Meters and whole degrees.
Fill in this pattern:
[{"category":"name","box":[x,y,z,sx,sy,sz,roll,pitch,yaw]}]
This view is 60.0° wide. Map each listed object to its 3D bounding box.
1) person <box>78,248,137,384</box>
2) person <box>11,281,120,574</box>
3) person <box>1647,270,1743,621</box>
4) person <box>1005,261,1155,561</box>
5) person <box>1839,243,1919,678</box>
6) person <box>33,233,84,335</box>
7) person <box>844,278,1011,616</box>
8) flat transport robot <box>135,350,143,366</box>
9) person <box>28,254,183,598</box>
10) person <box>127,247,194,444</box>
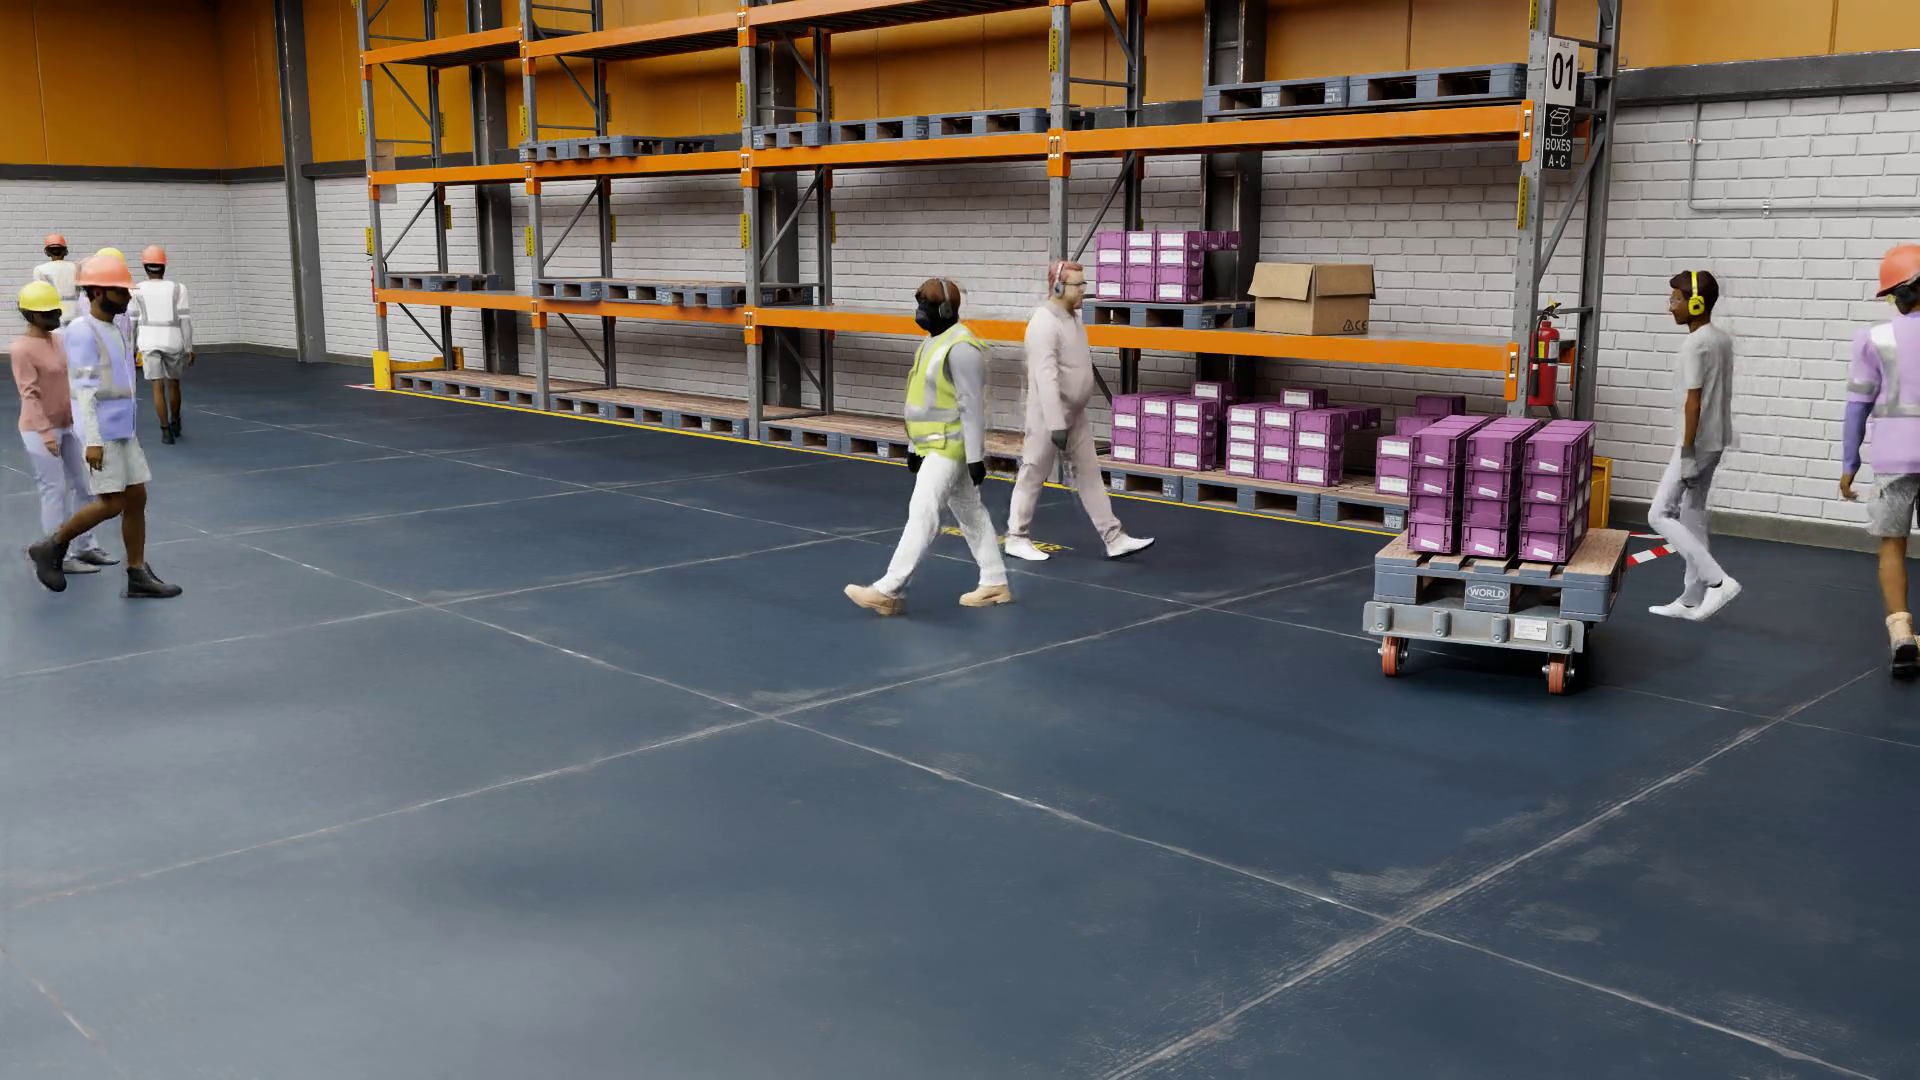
[{"category":"person","box":[-7.010,-1.448,13.776,0.382,1.917,0.585,-1,10,-3]},{"category":"person","box":[-5.378,-0.662,9.927,0.393,1.749,0.537,1,10,4]},{"category":"person","box":[3.848,-0.469,8.647,0.540,1.851,0.446,-9,14,-41]},{"category":"person","box":[0.697,-0.762,10.192,0.986,1.854,0.667,5,11,25]},{"category":"person","box":[4.422,-0.353,7.638,0.671,1.998,0.788,3,11,17]},{"category":"person","box":[-11.010,-2.726,20.410,0.392,2.038,0.611,9,14,40]},{"category":"person","box":[-0.144,-0.494,8.907,0.976,1.790,0.651,-3,11,-15]},{"category":"flat transport robot","box":[-12.854,-2.808,25.687,0.652,0.197,1.431,-7,13,-34]},{"category":"person","box":[-4.751,-0.603,9.159,0.674,1.920,0.565,0,10,-1]},{"category":"person","box":[-7.879,-1.916,16.374,0.569,1.896,0.930,-6,12,-29]}]
